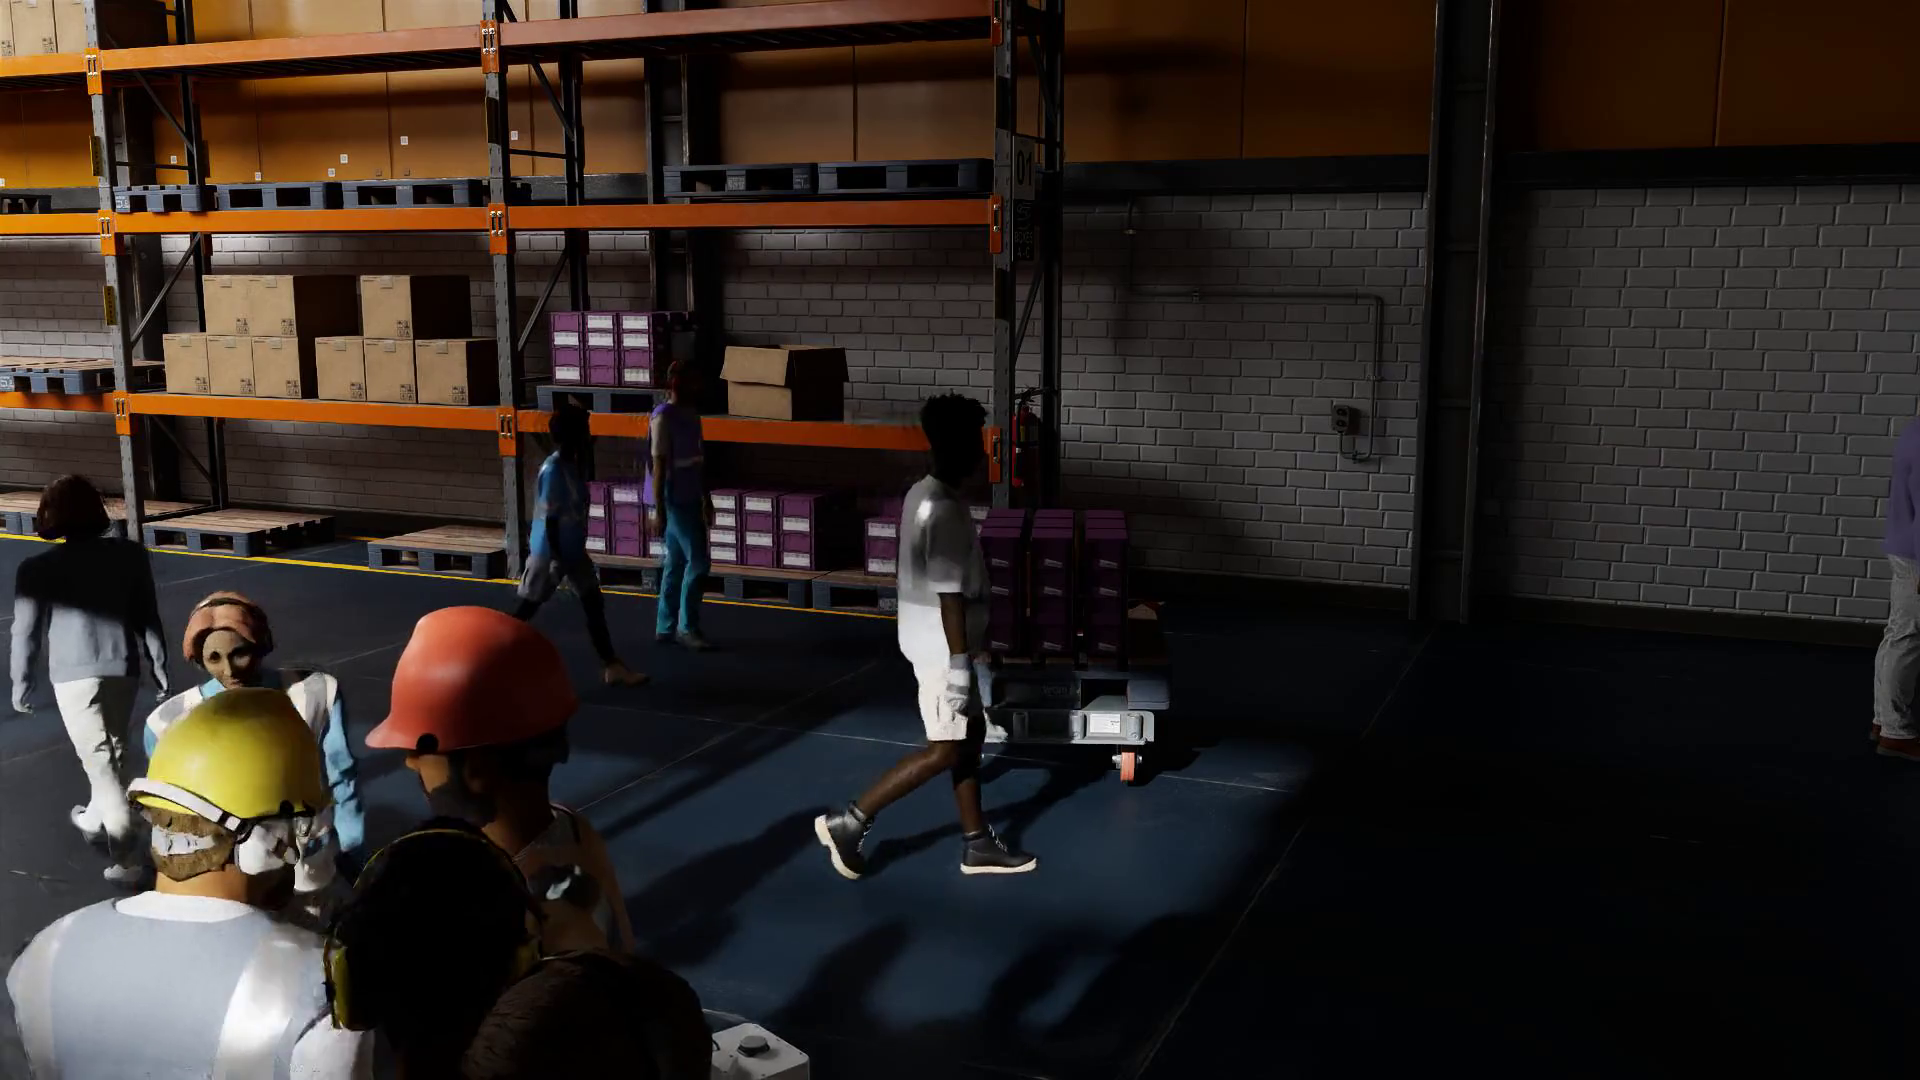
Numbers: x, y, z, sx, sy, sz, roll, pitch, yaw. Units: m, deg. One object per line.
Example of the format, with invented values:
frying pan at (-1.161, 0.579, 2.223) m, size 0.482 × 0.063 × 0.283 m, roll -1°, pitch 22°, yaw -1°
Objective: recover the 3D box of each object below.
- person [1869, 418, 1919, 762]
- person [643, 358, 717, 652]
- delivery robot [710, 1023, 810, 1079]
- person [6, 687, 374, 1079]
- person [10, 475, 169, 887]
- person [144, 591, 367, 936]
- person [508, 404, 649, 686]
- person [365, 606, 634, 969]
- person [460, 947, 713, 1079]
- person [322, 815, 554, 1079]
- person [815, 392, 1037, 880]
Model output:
person at (4.725, 0.103, 8.163) m, size 0.352 × 1.936 × 0.635 m, roll 4°, pitch 10°, yaw 24°
person at (-1.680, -0.219, 10.414) m, size 0.620 × 1.822 × 0.591 m, roll 2°, pitch 10°, yaw 10°
delivery robot at (-0.721, 1.425, 4.100) m, size 0.707 × 0.478 × 0.477 m, roll -8°, pitch 12°, yaw -40°
person at (-1.075, 1.116, 2.472) m, size 0.626 × 1.804 × 0.440 m, roll 3°, pitch 10°, yaw 16°
person at (-3.475, 0.536, 6.575) m, size 0.842 × 1.586 × 0.516 m, roll 7°, pitch 12°, yaw 36°
person at (-1.868, 0.898, 4.439) m, size 0.514 × 1.595 × 0.838 m, roll -7°, pitch 12°, yaw -36°
person at (-2.317, 0.046, 9.401) m, size 0.964 × 1.643 × 0.531 m, roll 1°, pitch 10°, yaw 5°
person at (-0.657, 1.047, 2.514) m, size 0.374 × 1.934 × 0.549 m, roll -3°, pitch 10°, yaw -18°
person at (-0.308, 1.253, 1.552) m, size 0.506 × 1.846 × 0.351 m, roll 4°, pitch 10°, yaw 25°
person at (-0.574, 1.238, 1.800) m, size 0.574 × 1.822 × 0.942 m, roll 2°, pitch 10°, yaw 9°
person at (-0.130, 0.396, 6.416) m, size 0.833 × 1.940 × 0.607 m, roll -2°, pitch 10°, yaw -9°
